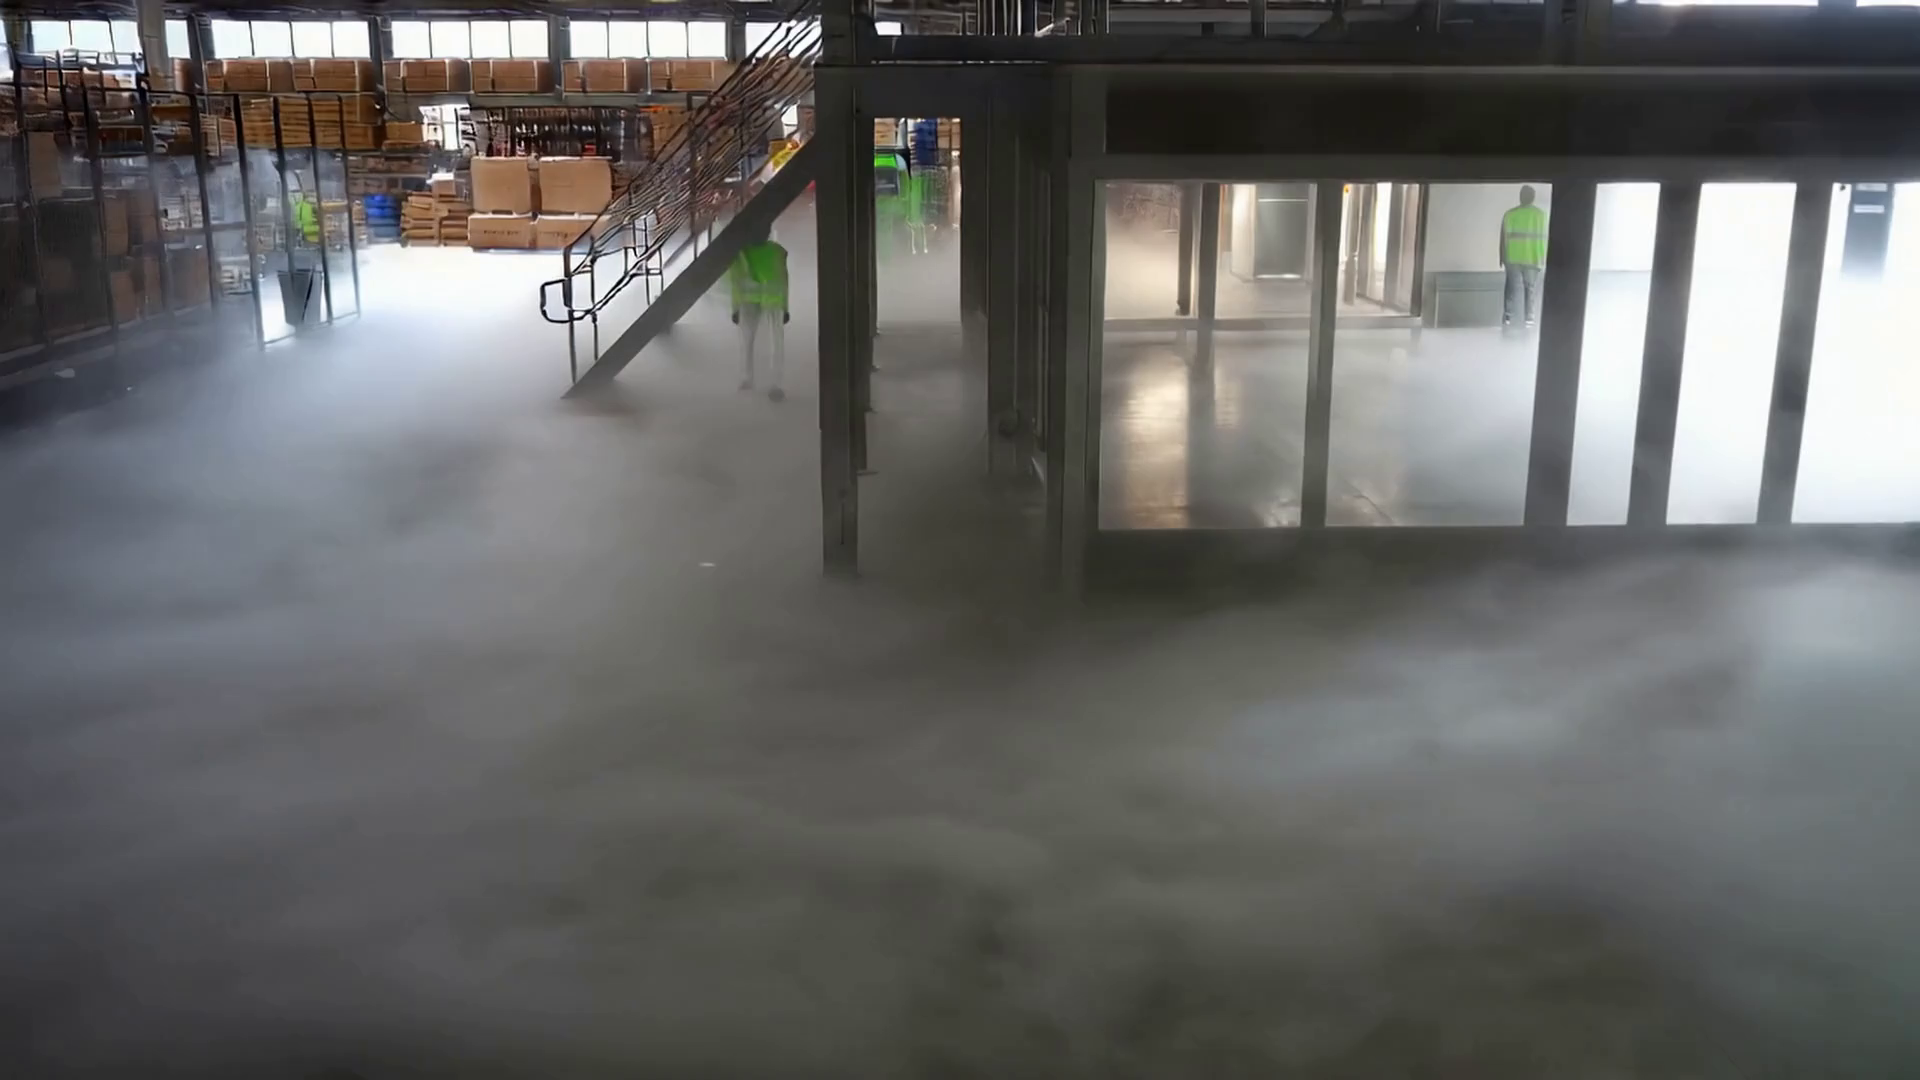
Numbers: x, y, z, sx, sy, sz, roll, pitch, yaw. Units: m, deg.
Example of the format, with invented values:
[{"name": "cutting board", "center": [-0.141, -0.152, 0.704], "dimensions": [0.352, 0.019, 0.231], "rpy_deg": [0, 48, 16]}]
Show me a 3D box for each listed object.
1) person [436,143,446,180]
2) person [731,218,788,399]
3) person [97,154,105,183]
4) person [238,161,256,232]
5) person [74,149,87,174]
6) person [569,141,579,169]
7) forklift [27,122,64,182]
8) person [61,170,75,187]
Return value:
[{"name": "person", "center": [-26.019, -18.966, 83.362], "dimensions": [0.940, 1.780, 0.599], "rpy_deg": [-4, 15, -14]}, {"name": "person", "center": [-2.059, -2.415, 17.094], "dimensions": [0.585, 1.849, 0.949], "rpy_deg": [-3, 14, -12]}, {"name": "person", "center": [-32.647, -13.854, 63.028], "dimensions": [0.531, 1.736, 0.778], "rpy_deg": [10, 17, 34]}, {"name": "person", "center": [-16.060, -7.582, 37.491], "dimensions": [0.368, 1.965, 0.609], "rpy_deg": [-6, 15, -22]}, {"name": "person", "center": [-38.194, -16.135, 72.265], "dimensions": [0.535, 1.657, 0.845], "rpy_deg": [-8, 16, -29]}, {"name": "person", "center": [-19.330, -19.062, 83.514], "dimensions": [0.942, 1.895, 0.624], "rpy_deg": [5, 15, 20]}, {"name": "forklift", "center": [-35.376, -14.773, 64.377], "dimensions": [1.129, 2.768, 1.873], "rpy_deg": [-1, 14, -2]}, {"name": "person", "center": [-18.149, -6.623, 33.922], "dimensions": [0.880, 1.839, 0.527], "rpy_deg": [3, 14, 12]}]
